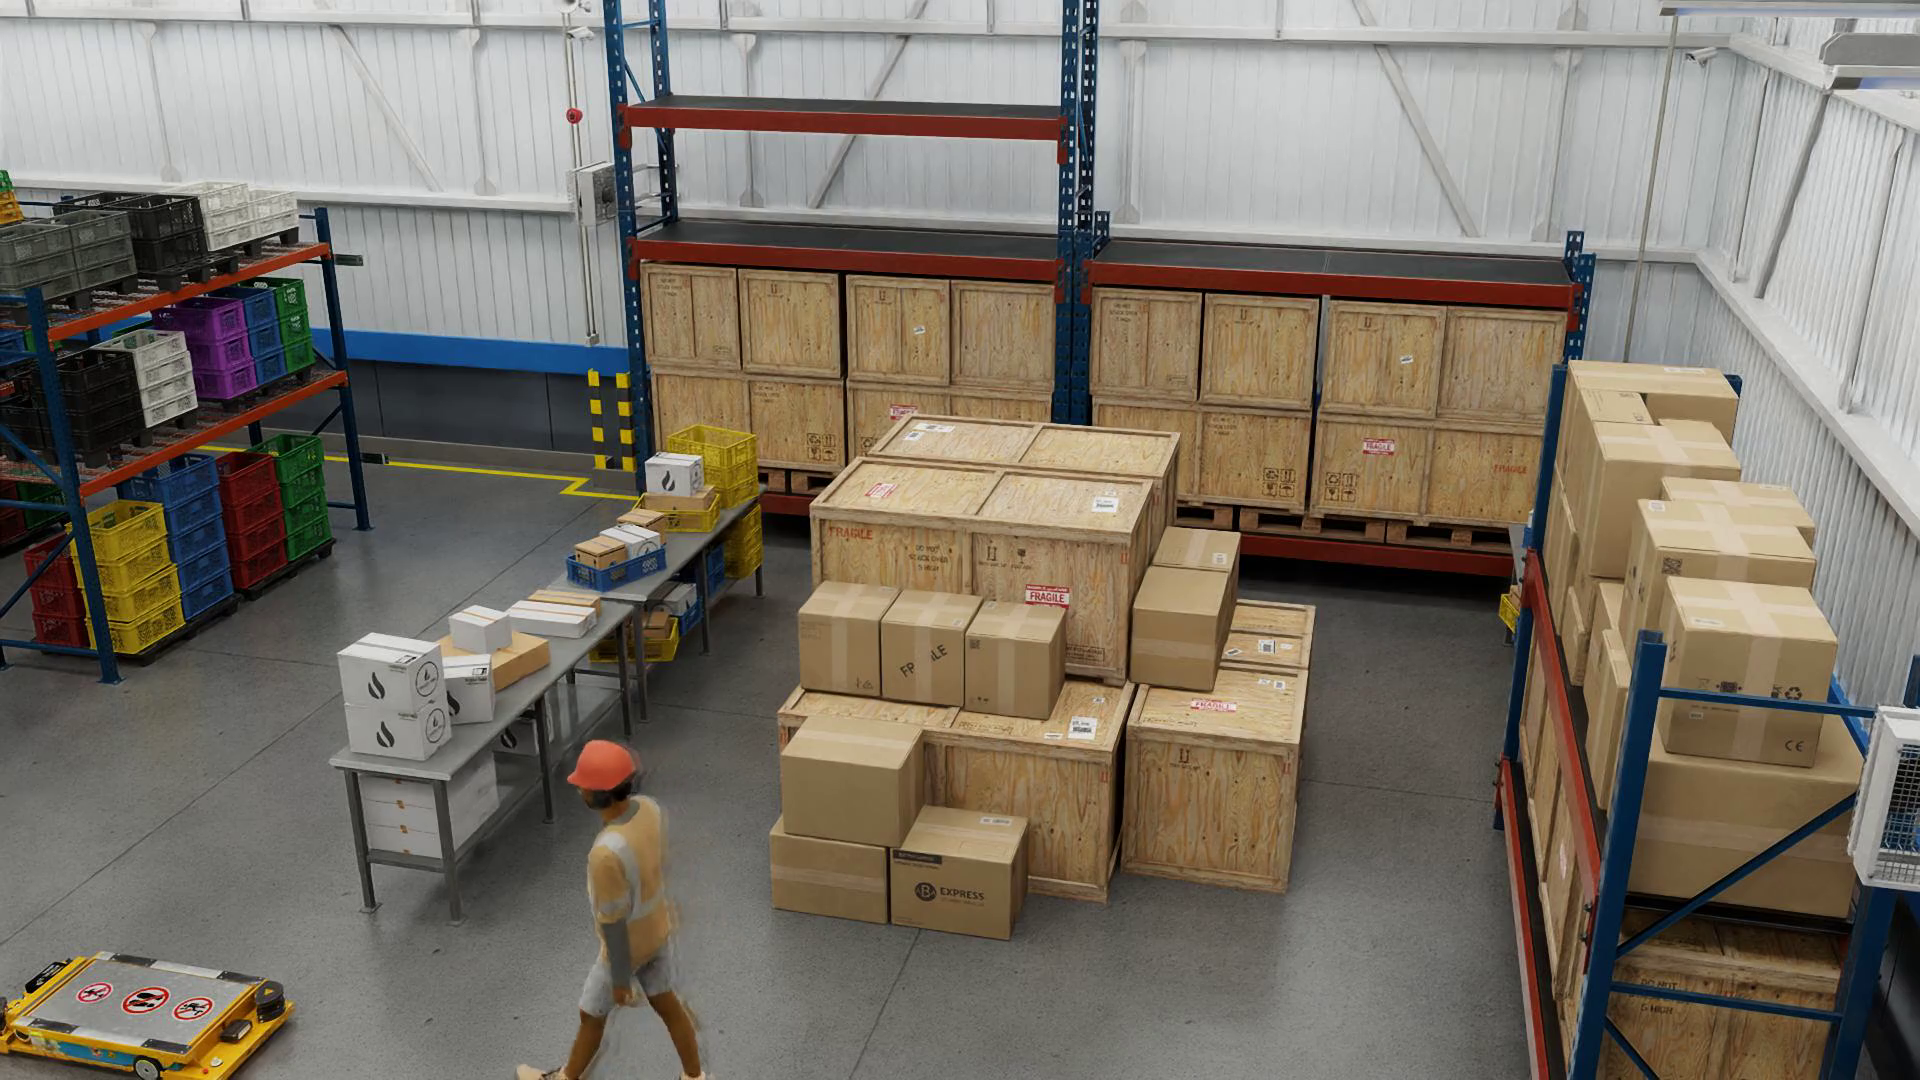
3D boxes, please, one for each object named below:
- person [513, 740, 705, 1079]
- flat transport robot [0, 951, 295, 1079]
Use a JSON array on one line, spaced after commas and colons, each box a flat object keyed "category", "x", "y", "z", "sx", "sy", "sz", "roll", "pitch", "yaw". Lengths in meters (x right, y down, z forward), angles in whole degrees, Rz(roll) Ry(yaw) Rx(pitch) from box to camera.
[{"category": "person", "x": -1.666, "y": 1.839, "z": 7.826, "sx": 0.990, "sy": 1.993, "sz": 0.624, "roll": 6, "pitch": 22, "yaw": 15}, {"category": "flat transport robot", "x": -4.270, "y": 2.464, "z": 8.601, "sx": 1.431, "sy": 0.231, "sz": 0.659, "roll": 5, "pitch": 22, "yaw": 13}]
